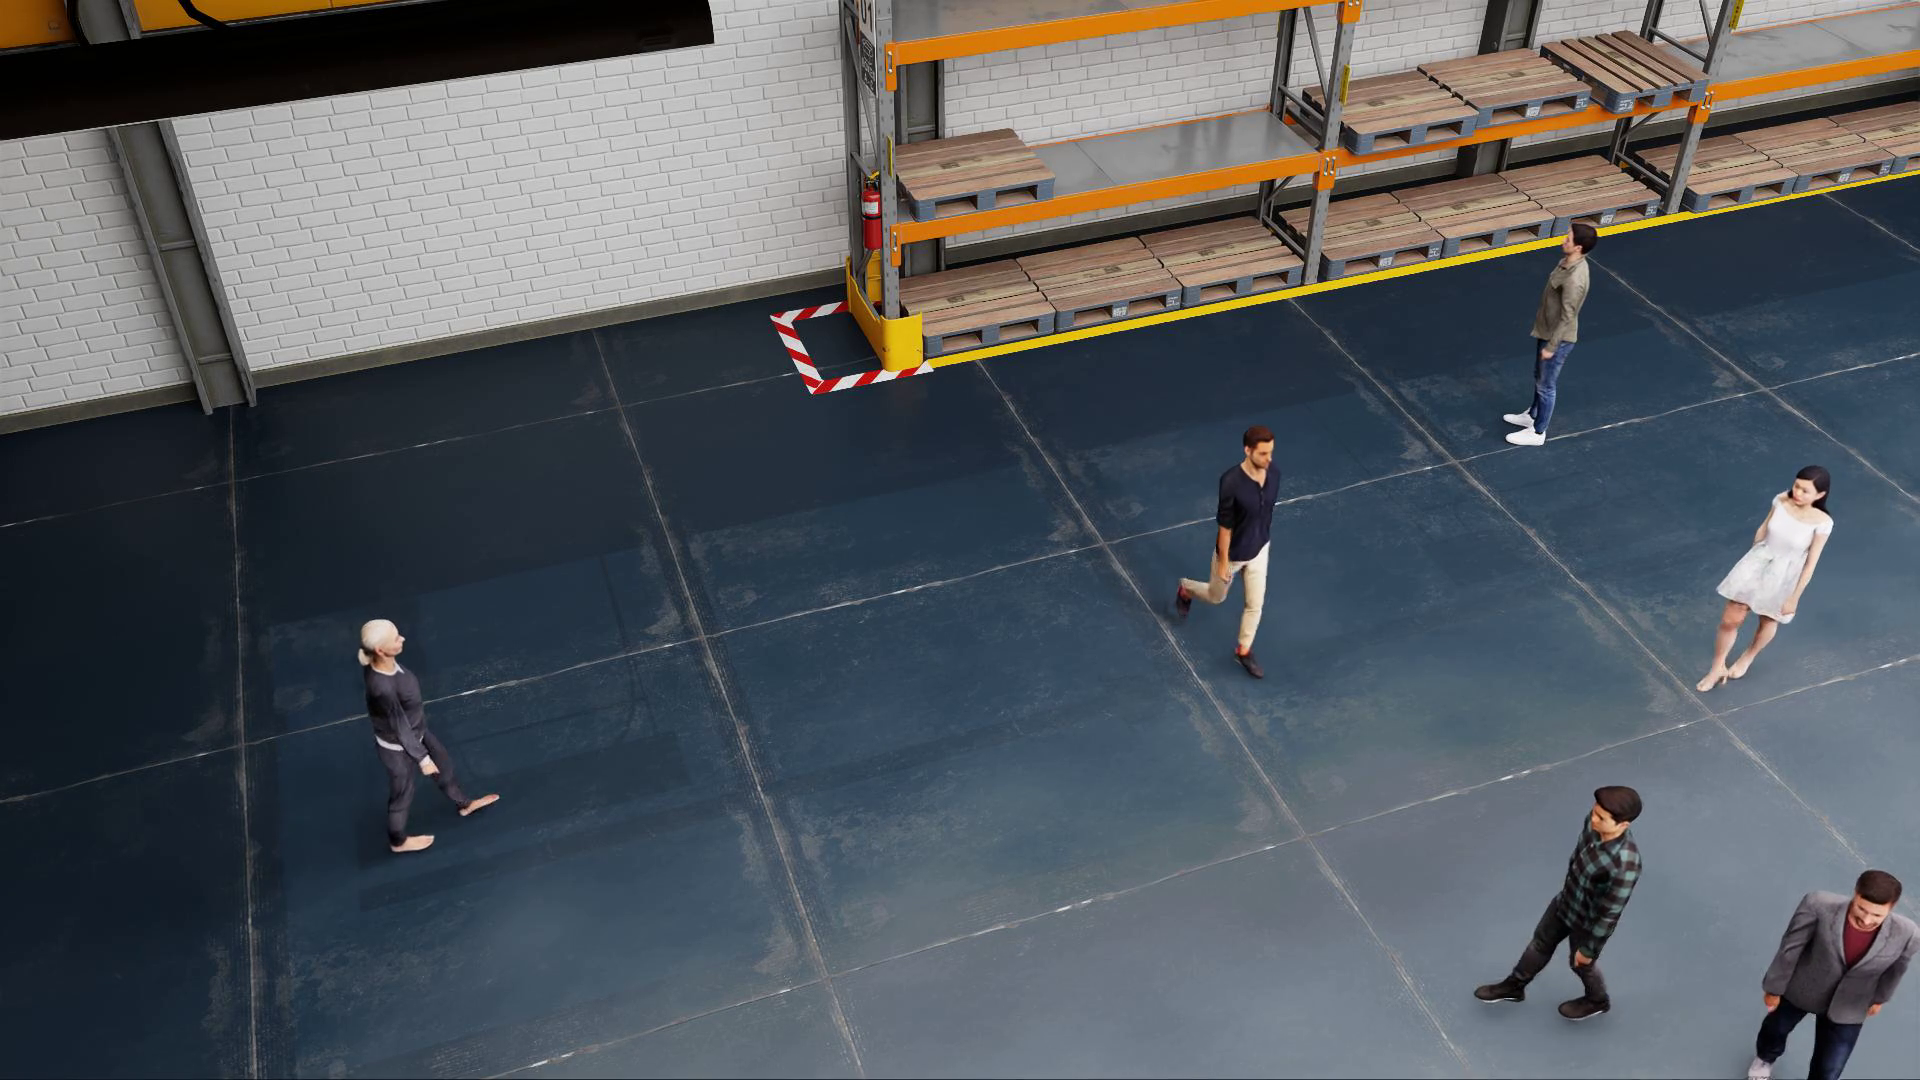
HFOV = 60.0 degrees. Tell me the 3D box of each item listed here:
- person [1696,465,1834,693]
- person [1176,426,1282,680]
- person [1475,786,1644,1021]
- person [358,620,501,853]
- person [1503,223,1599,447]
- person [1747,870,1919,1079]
[{"bbox_3d":[5.212,0.228,10.549,0.892,1.757,0.752,-24,44,-27],"label":"person"},{"bbox_3d":[1.752,0.012,10.757,1.031,1.835,0.740,-17,42,-20],"label":"person"},{"bbox_3d":[3.253,1.878,8.455,1.022,1.693,0.862,-2,39,-3],"label":"person"},{"bbox_3d":[-3.258,1.139,9.452,0.873,1.702,0.645,-13,40,-16],"label":"person"},{"bbox_3d":[4.563,-1.568,12.712,0.795,1.865,0.793,8,39,9],"label":"person"},{"bbox_3d":[4.195,2.152,8.082,1.137,1.829,1.217,17,42,20],"label":"person"}]
